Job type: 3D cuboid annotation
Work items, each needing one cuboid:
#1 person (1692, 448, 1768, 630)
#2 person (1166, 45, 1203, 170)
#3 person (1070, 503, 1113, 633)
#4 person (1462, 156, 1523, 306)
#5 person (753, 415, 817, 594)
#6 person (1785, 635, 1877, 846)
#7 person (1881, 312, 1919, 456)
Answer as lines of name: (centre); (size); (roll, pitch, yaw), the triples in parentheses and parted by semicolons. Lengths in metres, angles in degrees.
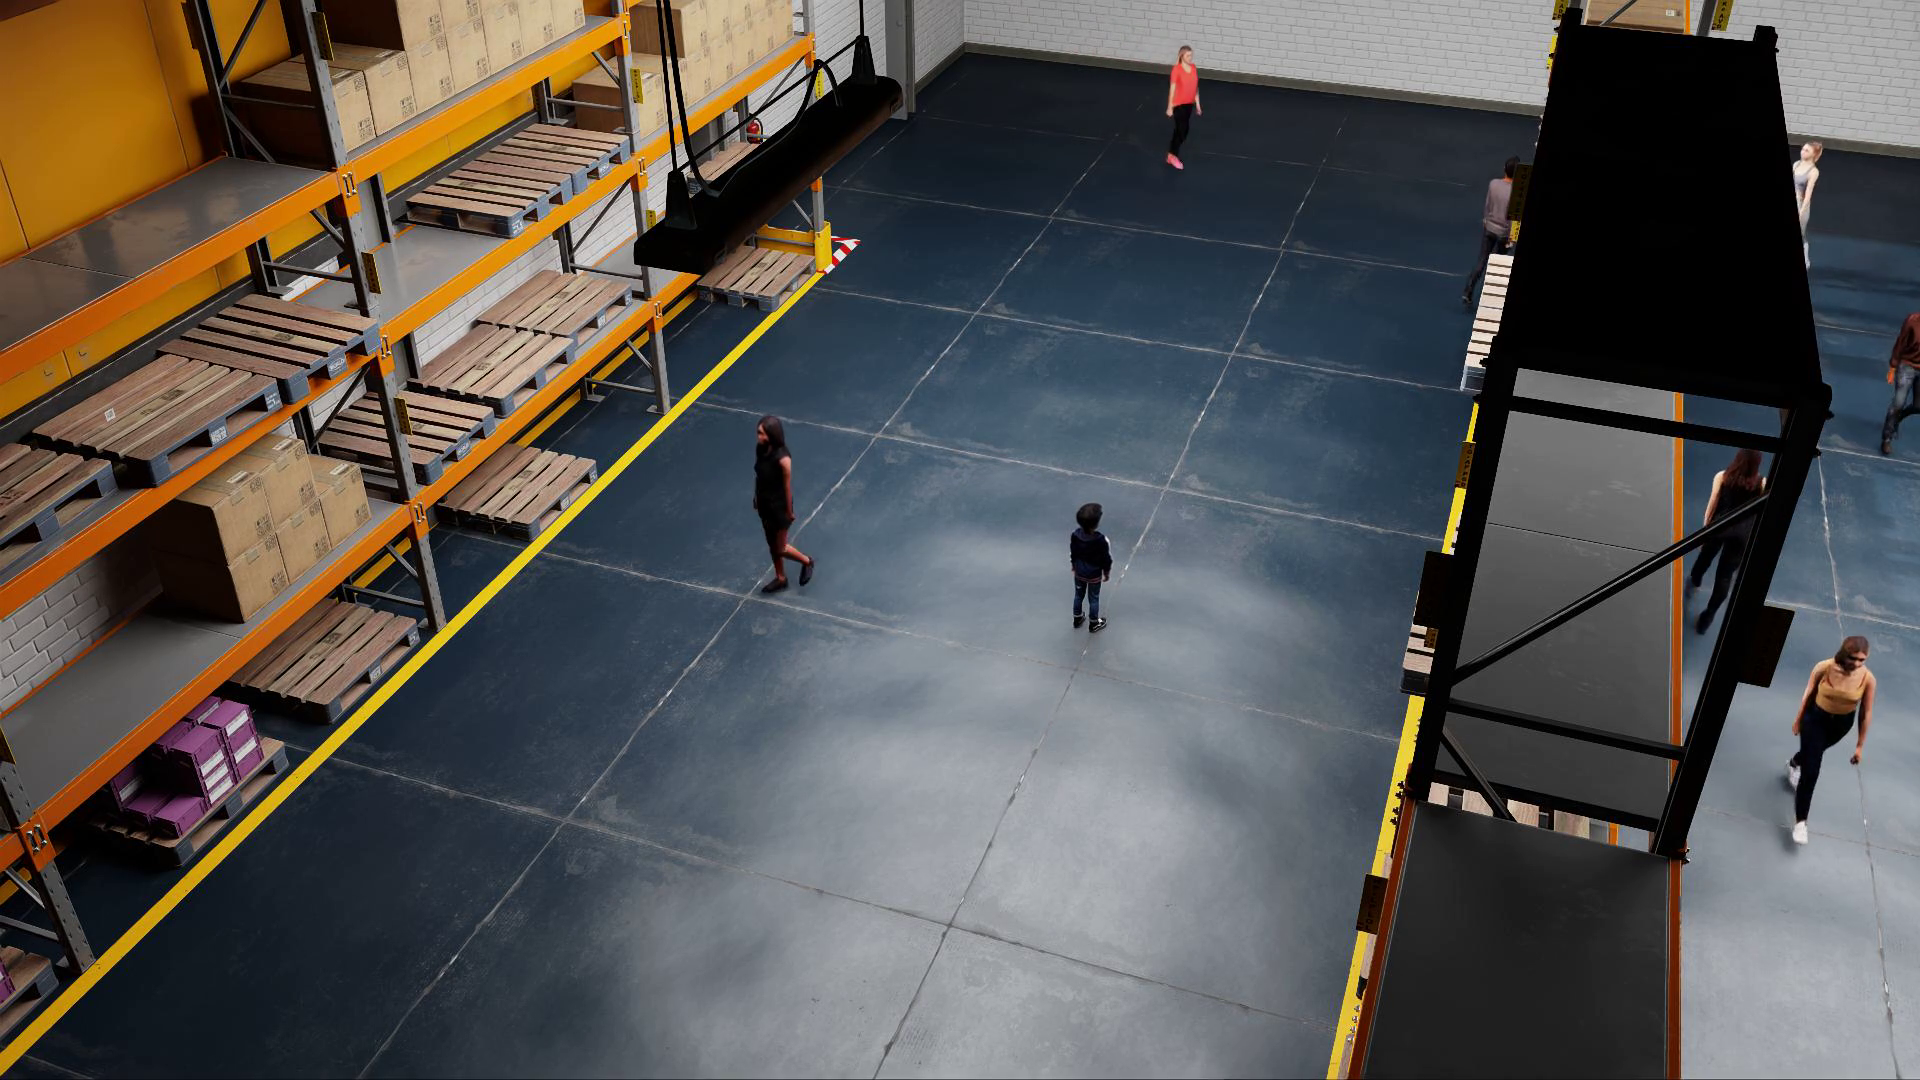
person: (6.384, -0.013, 13.812); (0.614, 1.648, 1.093); (13, 36, 19)
person: (2.956, -5.928, 22.684); (0.726, 1.677, 0.782); (-26, 42, -34)
person: (1.069, 0.221, 13.846); (0.553, 1.220, 0.537); (19, 38, 26)
person: (6.074, -3.487, 18.957); (1.219, 1.737, 0.940); (13, 36, 18)
person: (-1.498, -0.311, 14.188); (0.846, 1.728, 0.769); (-24, 40, -31)
person: (6.192, 1.295, 11.910); (0.605, 1.574, 1.148); (10, 35, 15)
person: (9.289, -1.691, 16.231); (0.718, 1.763, 0.763); (6, 34, 9)
